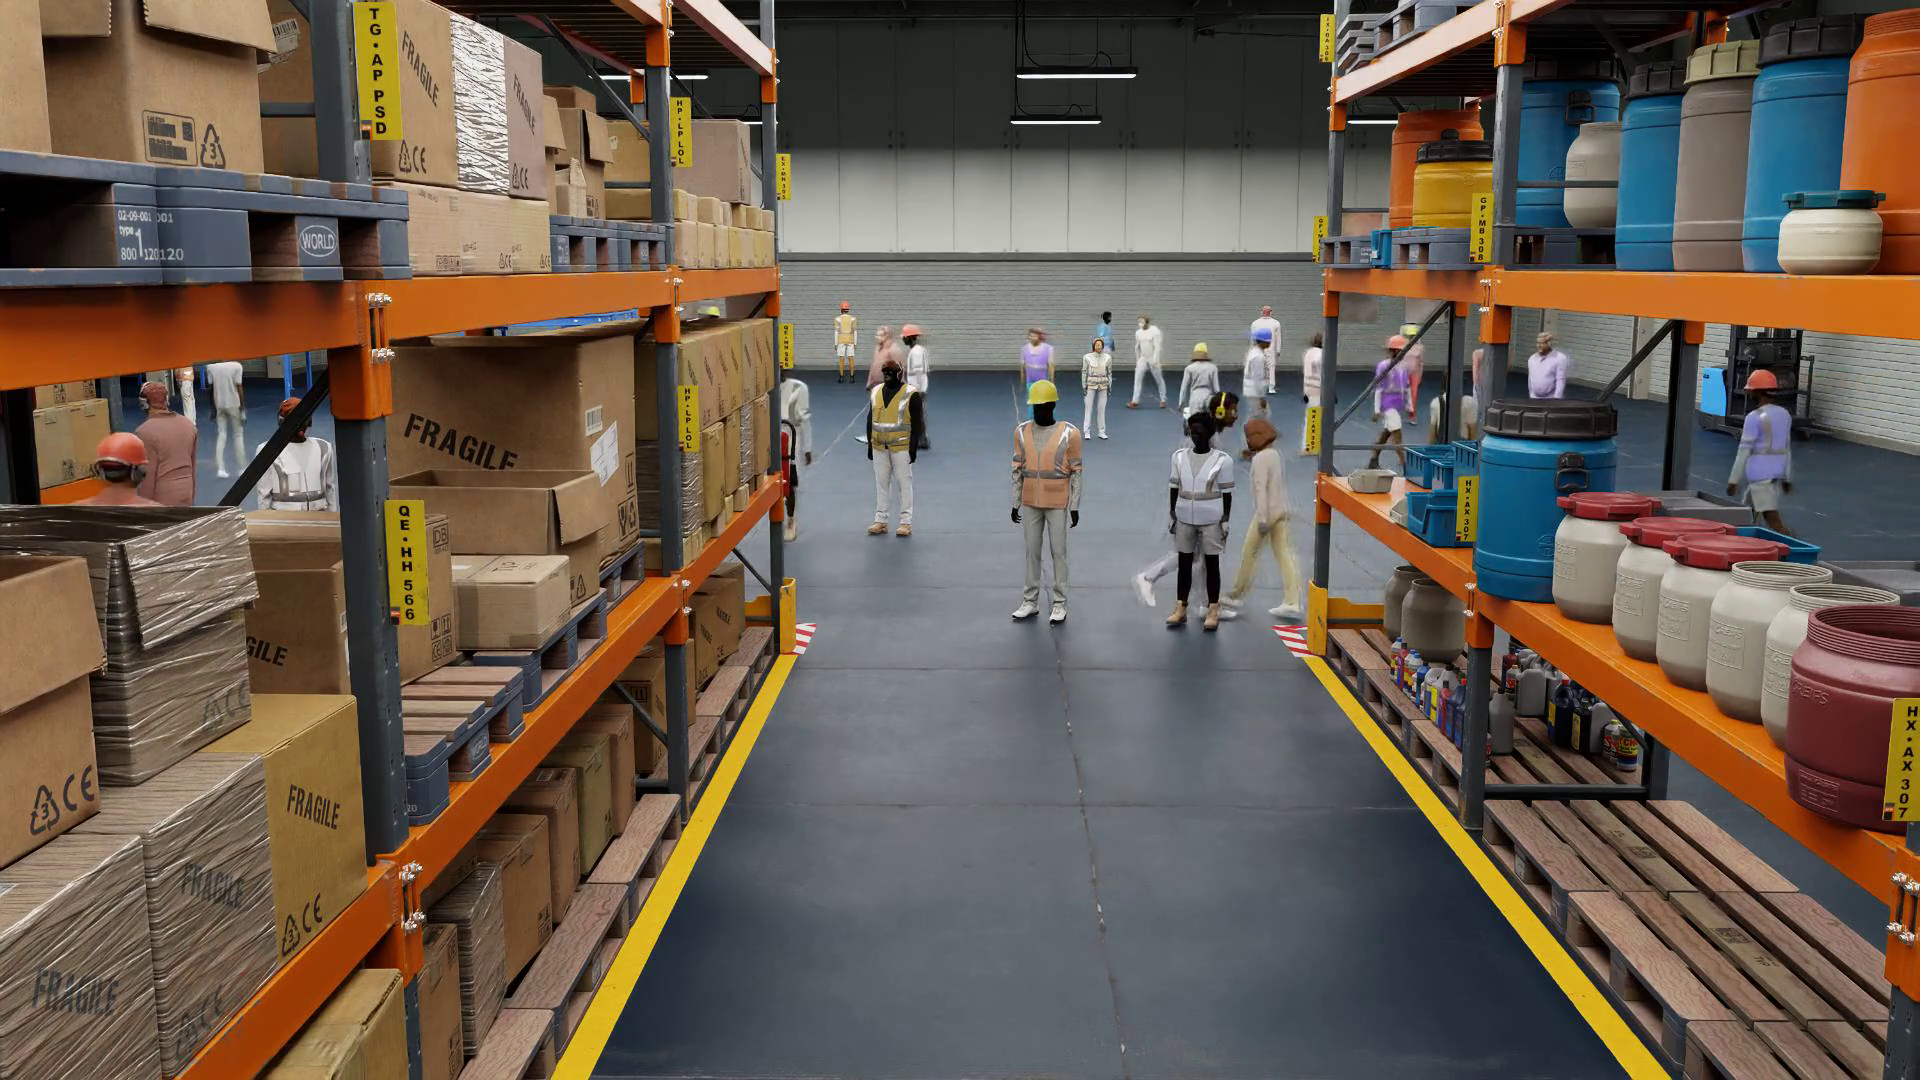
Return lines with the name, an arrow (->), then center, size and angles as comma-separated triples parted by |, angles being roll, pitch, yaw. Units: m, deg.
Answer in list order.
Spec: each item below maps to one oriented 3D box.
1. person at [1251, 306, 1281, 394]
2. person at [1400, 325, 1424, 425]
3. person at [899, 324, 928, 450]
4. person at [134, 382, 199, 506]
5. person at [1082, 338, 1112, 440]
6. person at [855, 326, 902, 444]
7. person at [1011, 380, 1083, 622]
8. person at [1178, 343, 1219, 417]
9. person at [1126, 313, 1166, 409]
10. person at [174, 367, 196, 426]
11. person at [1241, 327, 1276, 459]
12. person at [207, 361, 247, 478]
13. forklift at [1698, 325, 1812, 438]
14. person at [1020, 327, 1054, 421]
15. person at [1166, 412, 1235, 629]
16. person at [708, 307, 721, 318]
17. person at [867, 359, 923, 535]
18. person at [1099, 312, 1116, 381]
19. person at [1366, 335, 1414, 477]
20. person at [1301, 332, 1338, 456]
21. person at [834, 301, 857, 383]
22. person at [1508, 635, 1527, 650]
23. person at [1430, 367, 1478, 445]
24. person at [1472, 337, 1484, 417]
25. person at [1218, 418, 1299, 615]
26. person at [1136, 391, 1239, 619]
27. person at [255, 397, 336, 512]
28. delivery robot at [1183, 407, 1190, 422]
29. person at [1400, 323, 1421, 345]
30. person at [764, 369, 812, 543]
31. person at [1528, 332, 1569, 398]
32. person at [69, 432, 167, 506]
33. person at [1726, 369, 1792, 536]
person -> 6.651, -4.129, 36.181 | 0.652, 1.906, 0.409 | 2, 10, 13
person -> 7.959, -2.943, 29.528 | 0.535, 1.749, 0.646 | 0, 9, -2
person -> -0.685, -2.323, 25.314 | 0.474, 1.915, 0.562 | -1, 10, -5
person -> -6.413, -0.322, 13.394 | 0.405, 1.903, 0.636 | 2, 10, 14
person -> 2.217, -2.454, 26.936 | 0.514, 1.642, 0.310 | -2, 10, -14
person -> -1.199, -2.425, 26.157 | 1.033, 1.851, 0.659 | -4, 10, -25
person -> 0.674, -0.311, 13.246 | 0.595, 1.925, 0.374 | 5, 11, 26
person -> 3.431, -1.973, 23.919 | 0.563, 1.680, 0.903 | -2, 10, -11
person -> 3.712, -3.506, 32.649 | 0.652, 1.867, 0.925 | 8, 12, 40
person -> -13.419, -2.760, 28.777 | 0.309, 1.641, 0.514 | -2, 10, -11
person -> 4.352, -2.123, 24.120 | 0.575, 1.918, 0.638 | 1, 10, 6
person -> -9.754, -1.768, 22.170 | 0.527, 1.874, 0.352 | 1, 10, 6
forklift -> 13.248, -3.165, 27.620 | 1.129, 2.768, 1.873 | 0, 9, 1
person -> 1.272, -2.566, 27.086 | 0.622, 1.819, 0.517 | 5, 11, 27
person -> 1.874, -0.156, 13.005 | 0.533, 1.697, 0.322 | 5, 11, 29
person -> -5.380, -4.144, 36.369 | 0.984, 1.871, 0.596 | -2, 10, -14
person -> -0.712, -0.977, 17.498 | 0.627, 1.844, 0.429 | 4, 10, 25
person -> 3.589, -4.632, 39.889 | 0.630, 1.677, 0.538 | 4, 10, 22
person -> 5.828, -1.790, 22.245 | 0.564, 1.884, 0.980 | -7, 12, -37
person -> 5.406, -2.173, 24.700 | 0.761, 1.820, 0.621 | -2, 10, -10
person -> -2.718, -4.708, 39.540 | 0.549, 1.942, 0.344 | -2, 10, -12
person -> 4.296, -0.106, 12.298 | 0.600, 1.831, 0.404 | -7, 12, -36
person -> 4.955, -0.856, 16.827 | 0.745, 1.827, 0.525 | -7, 12, -38
person -> 8.919, -2.700, 28.200 | 0.527, 1.721, 0.922 | -1, 9, -4
person -> 2.425, -0.191, 13.511 | 0.813, 1.582, 0.515 | 6, 11, 32
person -> 1.852, -0.286, 13.379 | 0.728, 1.837, 0.539 | 3, 10, 18
person -> -4.782, -0.090, 12.060 | 0.356, 1.883, 0.572 | 9, 13, 43
delivery robot -> 3.958, -2.086, 27.830 | 0.477, 0.478, 0.707 | 0, 10, -2
person -> 10.740, -4.584, 39.722 | 0.508, 1.632, 0.264 | 1, 10, 8
person -> -1.833, -0.950, 16.791 | 0.639, 2.017, 0.502 | 2, 10, 11
person -> 8.440, -2.048, 23.869 | 0.967, 1.864, 0.642 | -8, 13, -41
person -> -4.507, 0.382, 9.045 | 0.611, 1.938, 1.019 | -2, 10, -10
person -> 7.265, -0.607, 15.164 | 0.560, 1.877, 1.012 | -7, 12, -36
